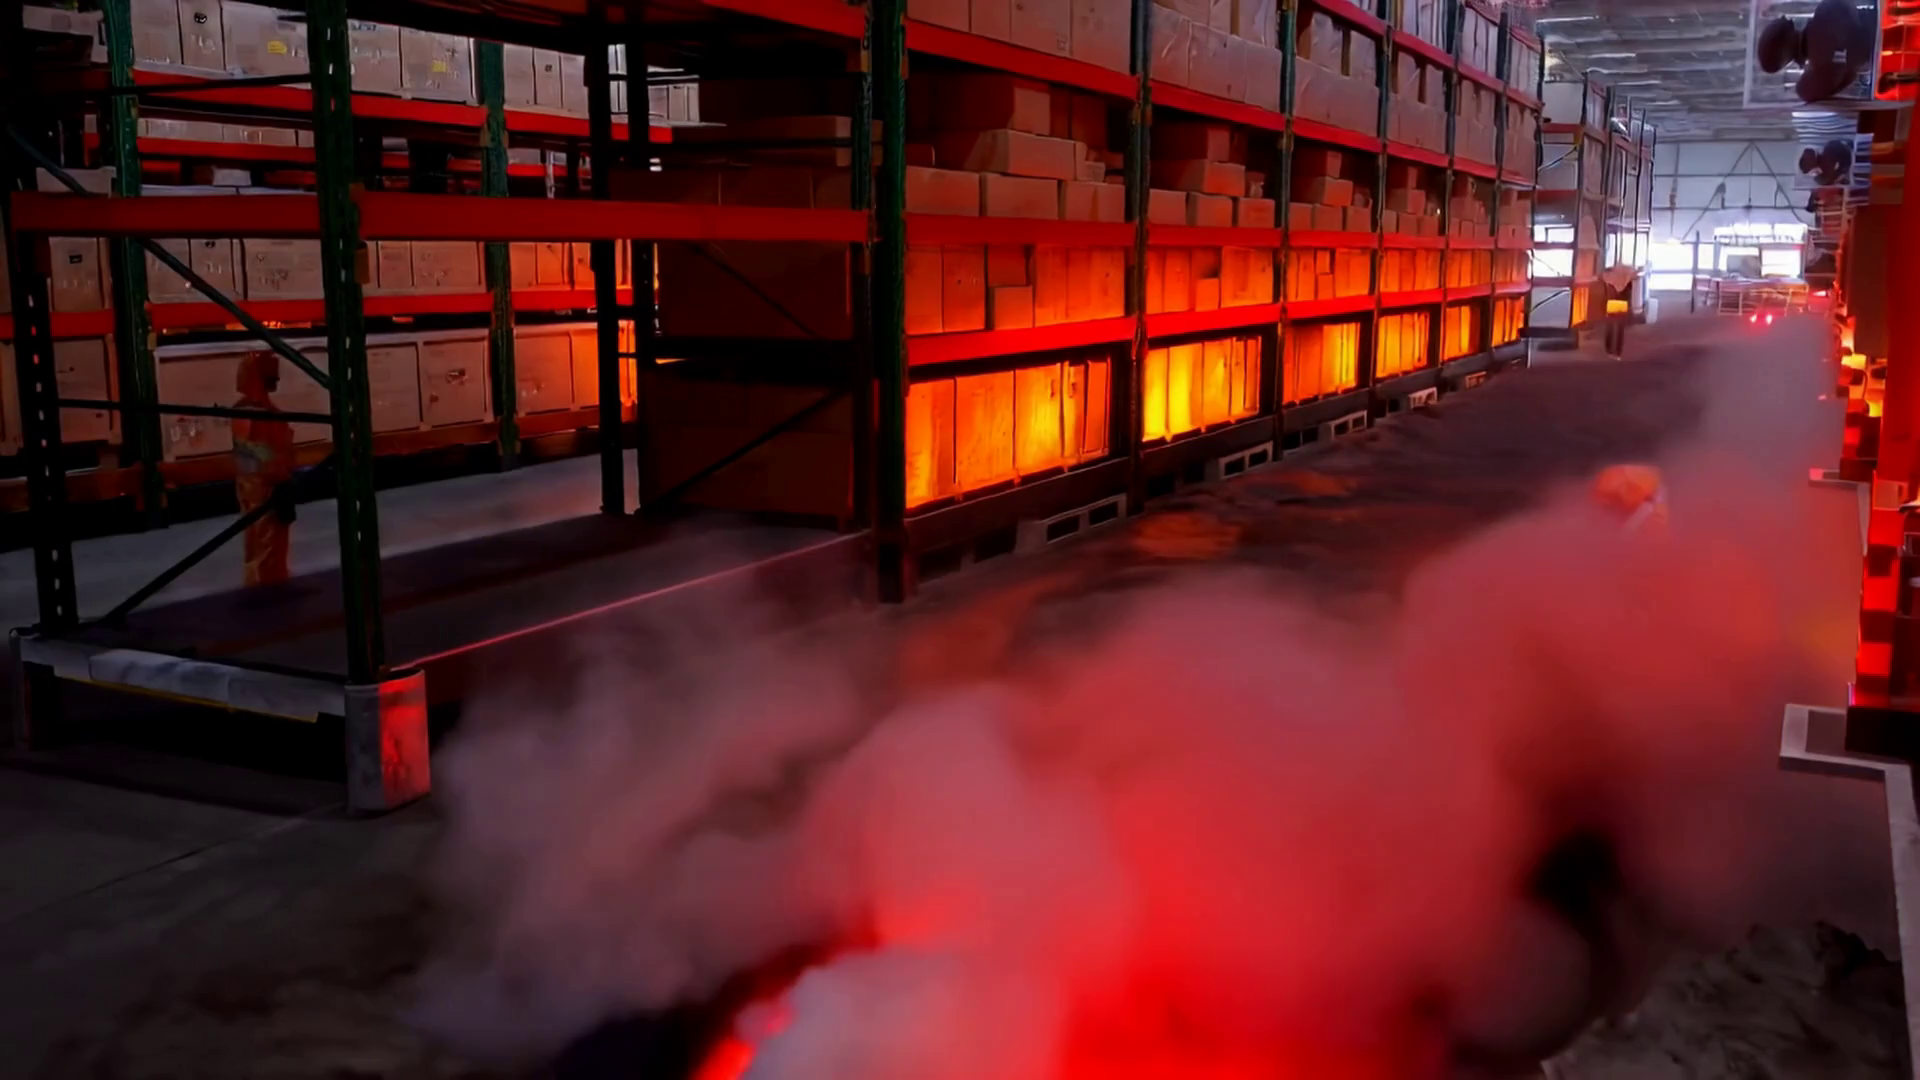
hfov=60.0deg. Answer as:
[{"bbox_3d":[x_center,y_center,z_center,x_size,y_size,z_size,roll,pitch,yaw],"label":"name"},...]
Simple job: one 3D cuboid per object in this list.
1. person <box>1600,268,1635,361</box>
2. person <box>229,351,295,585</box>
[{"bbox_3d":[13.243,-4.529,33.473,0.644,1.872,0.971,3,10,16],"label":"person"},{"bbox_3d":[-3.861,-0.226,9.242,0.520,1.640,0.307,9,13,41],"label":"person"}]
